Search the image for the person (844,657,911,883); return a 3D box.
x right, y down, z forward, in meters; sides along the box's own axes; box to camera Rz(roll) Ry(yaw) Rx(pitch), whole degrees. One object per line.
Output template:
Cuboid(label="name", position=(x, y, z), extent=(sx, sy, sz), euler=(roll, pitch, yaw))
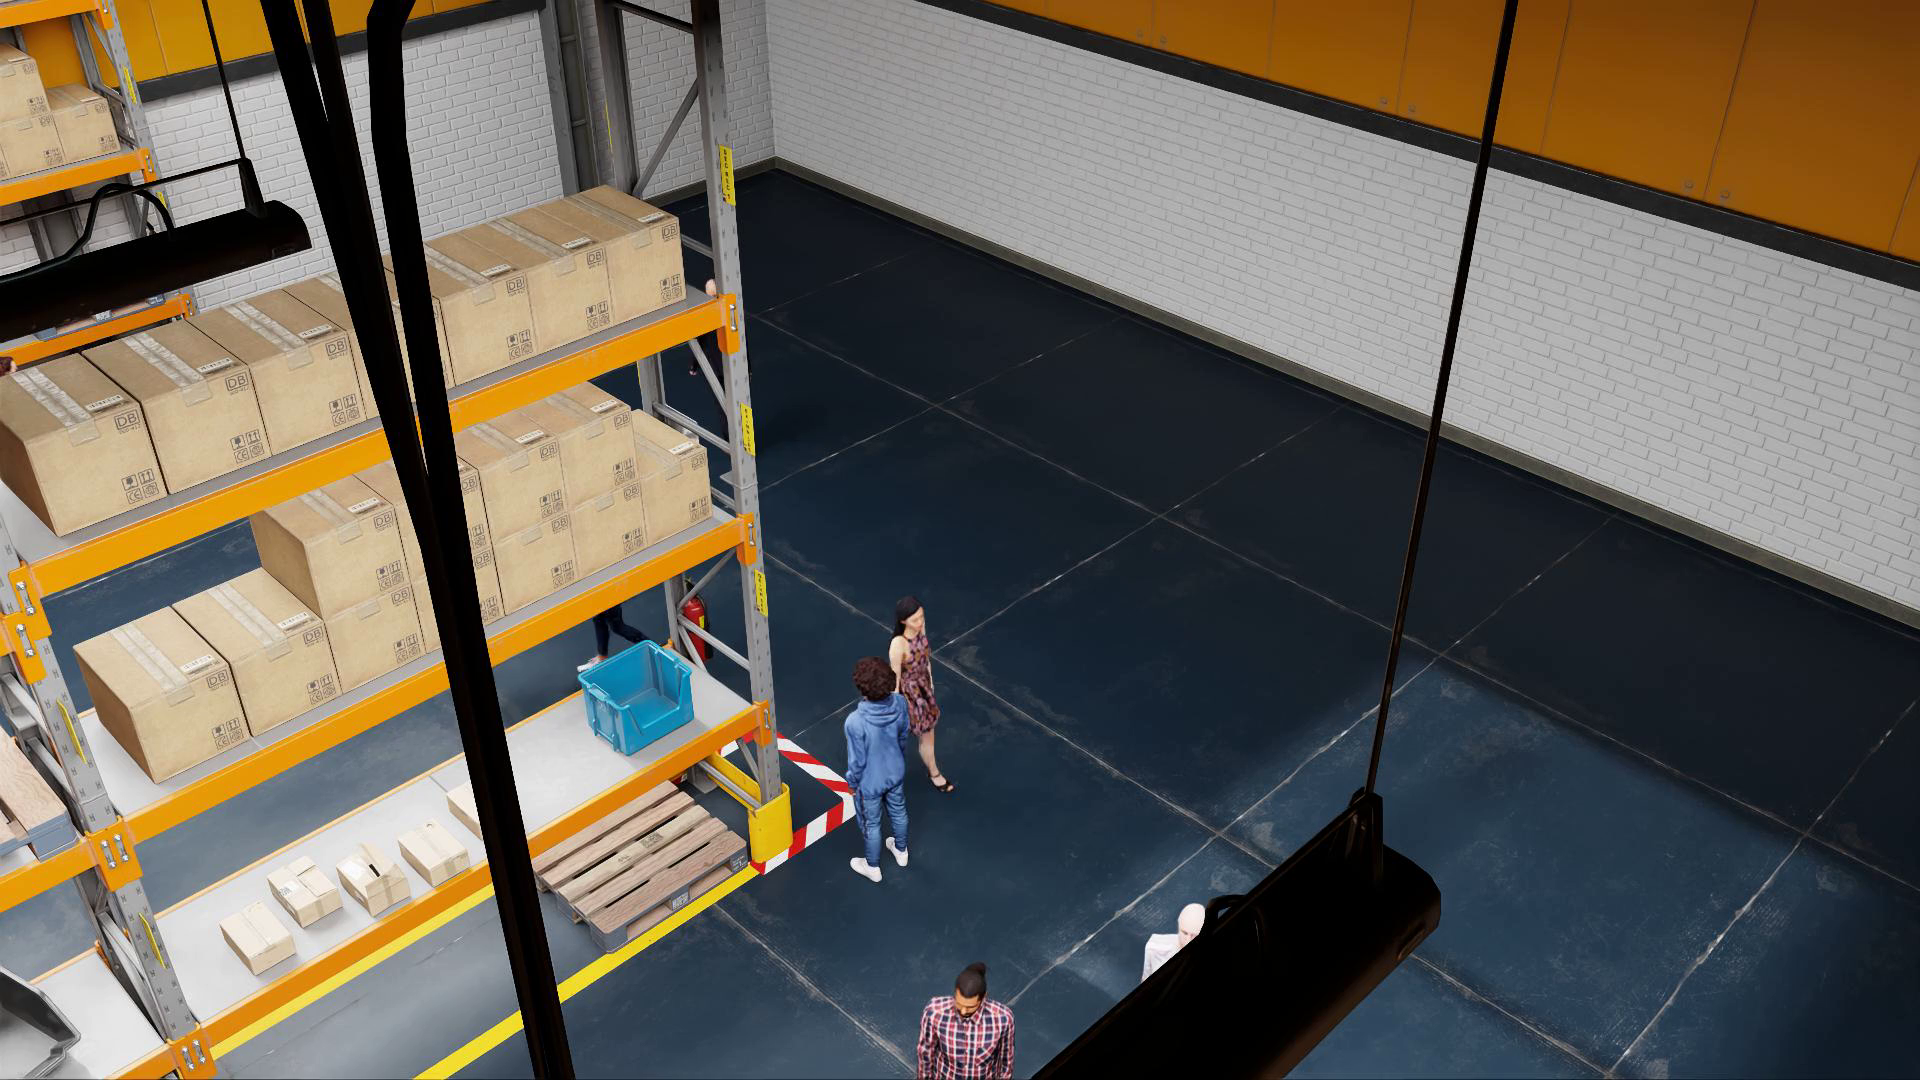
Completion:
Cuboid(label="person", position=(-0.556, 1.545, 11.248), extent=(0.530, 1.810, 0.760), euler=(-24, 40, -31))

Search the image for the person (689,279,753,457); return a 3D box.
Cuboid(label="person", position=(-2.278, -1.619, 16.050), extent=(1.172, 1.762, 1.060), euler=(-13, 36, -18))

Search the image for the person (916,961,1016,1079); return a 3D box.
Cuboid(label="person", position=(0.030, 2.981, 9.132), extent=(0.771, 1.760, 0.826), euler=(1, 34, 1))

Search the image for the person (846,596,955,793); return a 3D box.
Cuboid(label="person", position=(-0.432, 1.105, 11.969), extent=(0.952, 1.744, 1.084), euler=(13, 36, 19))

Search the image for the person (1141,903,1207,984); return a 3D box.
Cuboid(label="person", position=(1.255, 2.739, 9.431), extent=(0.755, 1.832, 0.760), euler=(9, 35, 13))
